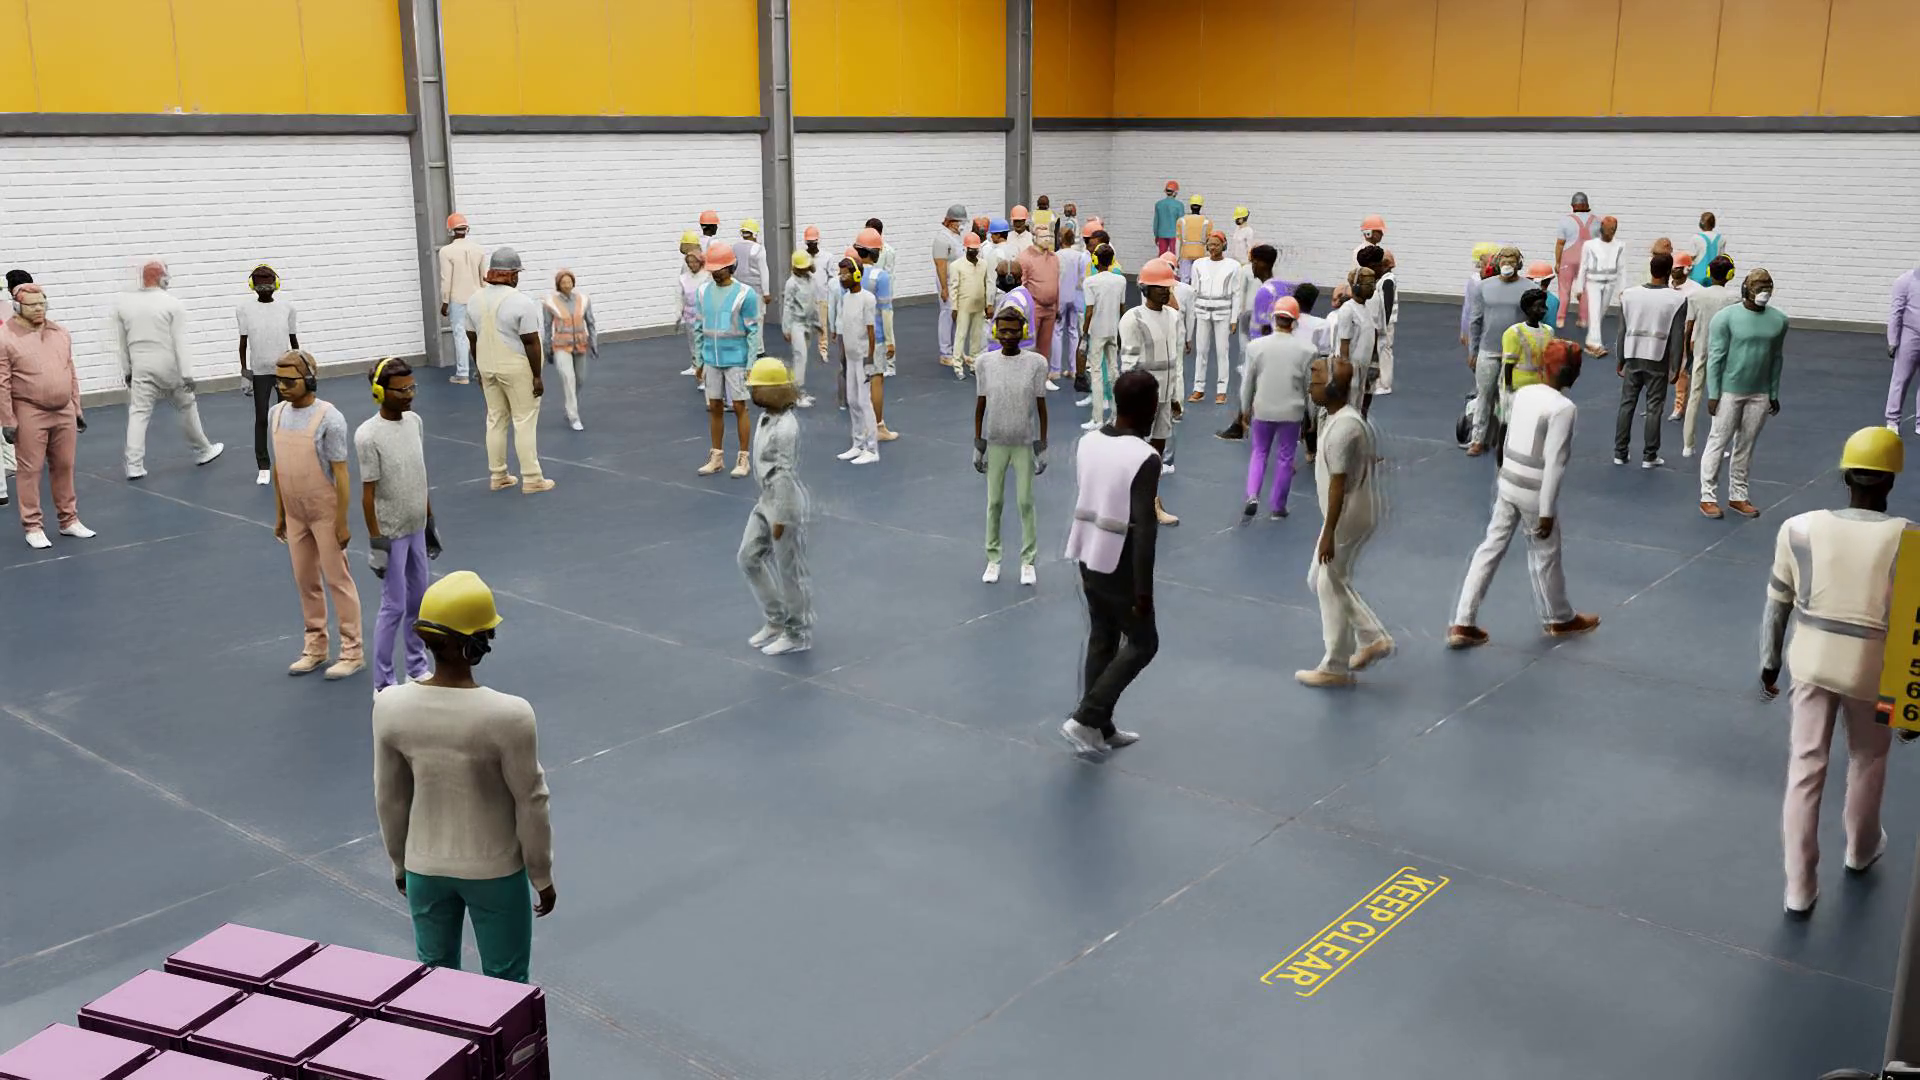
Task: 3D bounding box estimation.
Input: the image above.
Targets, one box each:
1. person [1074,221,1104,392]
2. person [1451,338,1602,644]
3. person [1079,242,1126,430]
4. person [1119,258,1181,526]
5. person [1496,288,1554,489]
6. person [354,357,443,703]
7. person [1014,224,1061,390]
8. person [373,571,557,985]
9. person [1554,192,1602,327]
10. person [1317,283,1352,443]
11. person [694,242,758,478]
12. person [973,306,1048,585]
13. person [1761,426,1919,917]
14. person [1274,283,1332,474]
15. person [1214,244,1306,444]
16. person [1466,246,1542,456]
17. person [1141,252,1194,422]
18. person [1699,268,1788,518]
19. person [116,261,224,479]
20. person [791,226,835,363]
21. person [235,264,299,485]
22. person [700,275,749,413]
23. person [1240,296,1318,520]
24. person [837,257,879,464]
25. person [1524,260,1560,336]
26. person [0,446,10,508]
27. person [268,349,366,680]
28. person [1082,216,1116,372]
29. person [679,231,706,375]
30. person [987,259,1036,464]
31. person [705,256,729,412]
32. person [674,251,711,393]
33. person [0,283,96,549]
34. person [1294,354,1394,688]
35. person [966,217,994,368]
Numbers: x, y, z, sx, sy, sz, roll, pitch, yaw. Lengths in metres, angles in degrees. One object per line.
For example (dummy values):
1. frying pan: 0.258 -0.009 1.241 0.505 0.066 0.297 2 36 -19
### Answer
1. person: 1.496 -2.667 19.043 0.374 1.935 0.552 0 14 2
2. person: 3.323 -0.271 9.702 1.009 1.826 0.696 -4 15 -17
3. person: 1.421 -2.020 16.593 0.526 1.869 0.315 -8 16 -28
4. person: 1.457 -1.084 12.503 0.374 2.043 0.614 14 19 43
5. person: 4.711 -1.241 13.832 0.532 1.697 0.319 -8 16 -28
6. person: -2.933 -0.037 8.701 0.328 1.859 0.515 4 15 16
7. person: 0.915 -2.637 18.985 0.638 1.908 0.408 -12 18 -40
8. person: -1.440 0.955 4.916 0.533 1.767 0.325 3 14 12
9. person: 9.275 -4.232 25.084 0.683 2.000 0.535 -1 14 -3
10. person: 3.377 -1.467 14.855 0.315 1.636 0.515 -2 14 -6
11. person: -2.032 -1.544 14.358 0.604 2.034 0.386 5 15 21
12. person: 0.336 -0.621 11.039 0.511 1.856 0.327 3 14 10
13. person: 3.492 0.483 6.541 0.620 1.884 0.914 11 18 37
14. person: 3.004 -1.427 14.638 0.544 1.652 0.849 5 15 17
15. person: 2.986 -1.851 15.843 1.016 1.921 0.618 9 16 31
16. person: 4.968 -1.716 15.237 0.630 1.940 0.372 6 15 22
17. person: 2.109 -2.070 17.045 0.572 1.740 0.338 -2 14 -6
18. person: 6.079 -1.133 12.910 0.627 1.940 0.376 -2 14 -8
19. person: -6.974 -1.503 14.590 0.693 1.839 1.049 2 14 6
20. person: -1.876 -3.131 21.264 0.572 1.750 0.330 -2 14 -7
21. person: -5.857 -1.406 14.169 0.514 1.857 0.329 -8 16 -29
22. person: -2.516 -2.239 17.678 0.524 1.769 0.316 8 16 30
23. person: 2.460 -1.006 12.800 0.584 1.736 0.371 6 15 23
24. person: -0.930 -1.620 15.034 0.332 1.857 0.528 -10 17 -34
25. person: 5.480 -1.783 15.881 0.326 1.752 0.563 11 18 37
26. person: -7.847 -1.140 13.182 0.586 1.824 0.404 14 19 43
27. person: -3.555 -0.137 9.150 0.501 1.839 0.341 6 15 24
28. person: 1.648 -3.039 20.592 0.408 1.908 0.646 -6 15 -23
29. person: -3.273 -2.897 20.356 0.294 1.744 0.484 4 15 16
30. person: 0.460 -1.606 15.018 0.429 1.835 0.624 3 14 10
31. person: -2.565 -2.236 17.697 0.340 1.756 0.531 0 14 1
32. person: -2.995 -2.466 18.897 0.536 1.599 0.810 3 14 11
33. person: -6.645 -0.906 12.069 0.403 1.906 0.651 7 16 25
34. person: 2.064 -0.090 8.965 0.453 1.824 0.558 3 14 12
35. person: 0.269 -3.082 20.807 0.347 1.882 0.584 -2 14 -9
